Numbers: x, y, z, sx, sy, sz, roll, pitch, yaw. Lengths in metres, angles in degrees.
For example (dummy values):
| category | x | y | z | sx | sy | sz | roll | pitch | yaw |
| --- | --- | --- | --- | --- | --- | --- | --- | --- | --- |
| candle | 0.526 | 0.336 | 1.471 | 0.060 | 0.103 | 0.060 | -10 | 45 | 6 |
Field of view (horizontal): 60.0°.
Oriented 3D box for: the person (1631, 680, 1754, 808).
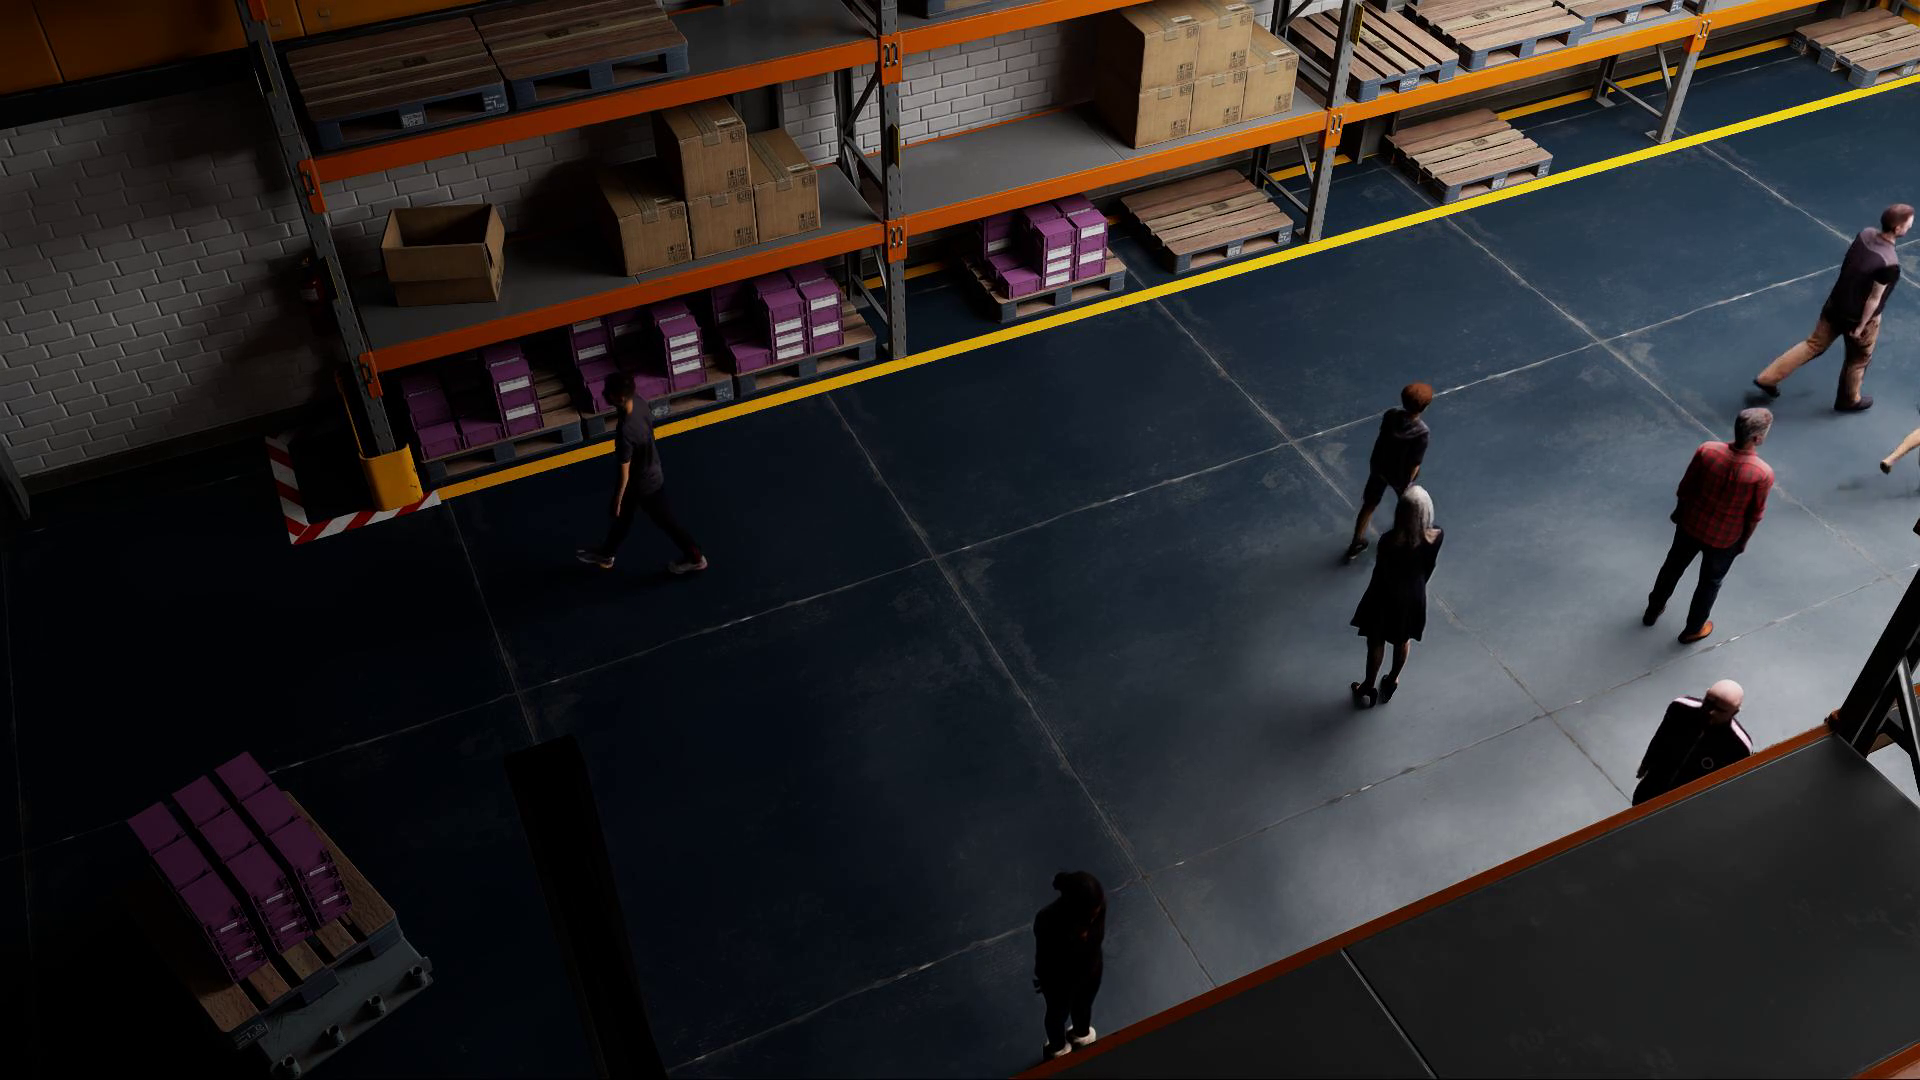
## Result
| category | x | y | z | sx | sy | sz | roll | pitch | yaw |
| --- | --- | --- | --- | --- | --- | --- | --- | --- | --- |
| person | 4.012 | 1.369 | 9.190 | 1.124 | 1.815 | 0.830 | -29 | 51 | -27 |

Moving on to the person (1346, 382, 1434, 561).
| category | x | y | z | sx | sy | sz | roll | pitch | yaw |
| --- | --- | --- | --- | --- | --- | --- | --- | --- | --- |
| person | 2.925 | -0.447 | 11.392 | 0.793 | 1.407 | 1.039 | 32 | 52 | 29 |

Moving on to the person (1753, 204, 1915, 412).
| category | x | y | z | sx | sy | sz | roll | pitch | yaw |
| --- | --- | --- | --- | --- | --- | --- | --- | --- | --- |
| person | 6.583 | -1.728 | 12.447 | 1.235 | 1.808 | 0.921 | -5 | 44 | -5 |

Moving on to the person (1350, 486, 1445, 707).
| category | x | y | z | sx | sy | sz | roll | pitch | yaw |
| --- | --- | --- | --- | --- | --- | --- | --- | --- | --- |
| person | 2.698 | 0.351 | 10.308 | 0.572 | 1.746 | 0.706 | -9 | 44 | -10 |

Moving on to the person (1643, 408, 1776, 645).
| category | x | y | z | sx | sy | sz | roll | pitch | yaw |
| --- | --- | --- | --- | --- | --- | --- | --- | --- | --- |
| person | 4.843 | -0.095 | 10.715 | 0.685 | 1.830 | 0.752 | -34 | 53 | -30 |

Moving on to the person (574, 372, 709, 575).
| category | x | y | z | sx | sy | sz | roll | pitch | yaw |
| --- | --- | --- | --- | --- | --- | --- | --- | --- | --- |
| person | -2.044 | -0.384 | 11.106 | 1.228 | 1.711 | 0.916 | -4 | 44 | -4 |

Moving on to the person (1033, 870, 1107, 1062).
| category | x | y | z | sx | sy | sz | roll | pitch | yaw |
| --- | --- | --- | --- | --- | --- | --- | --- | --- | --- |
| person | 0.559 | 2.179 | 8.453 | 0.594 | 1.659 | 0.656 | 0 | 44 | 0 |
